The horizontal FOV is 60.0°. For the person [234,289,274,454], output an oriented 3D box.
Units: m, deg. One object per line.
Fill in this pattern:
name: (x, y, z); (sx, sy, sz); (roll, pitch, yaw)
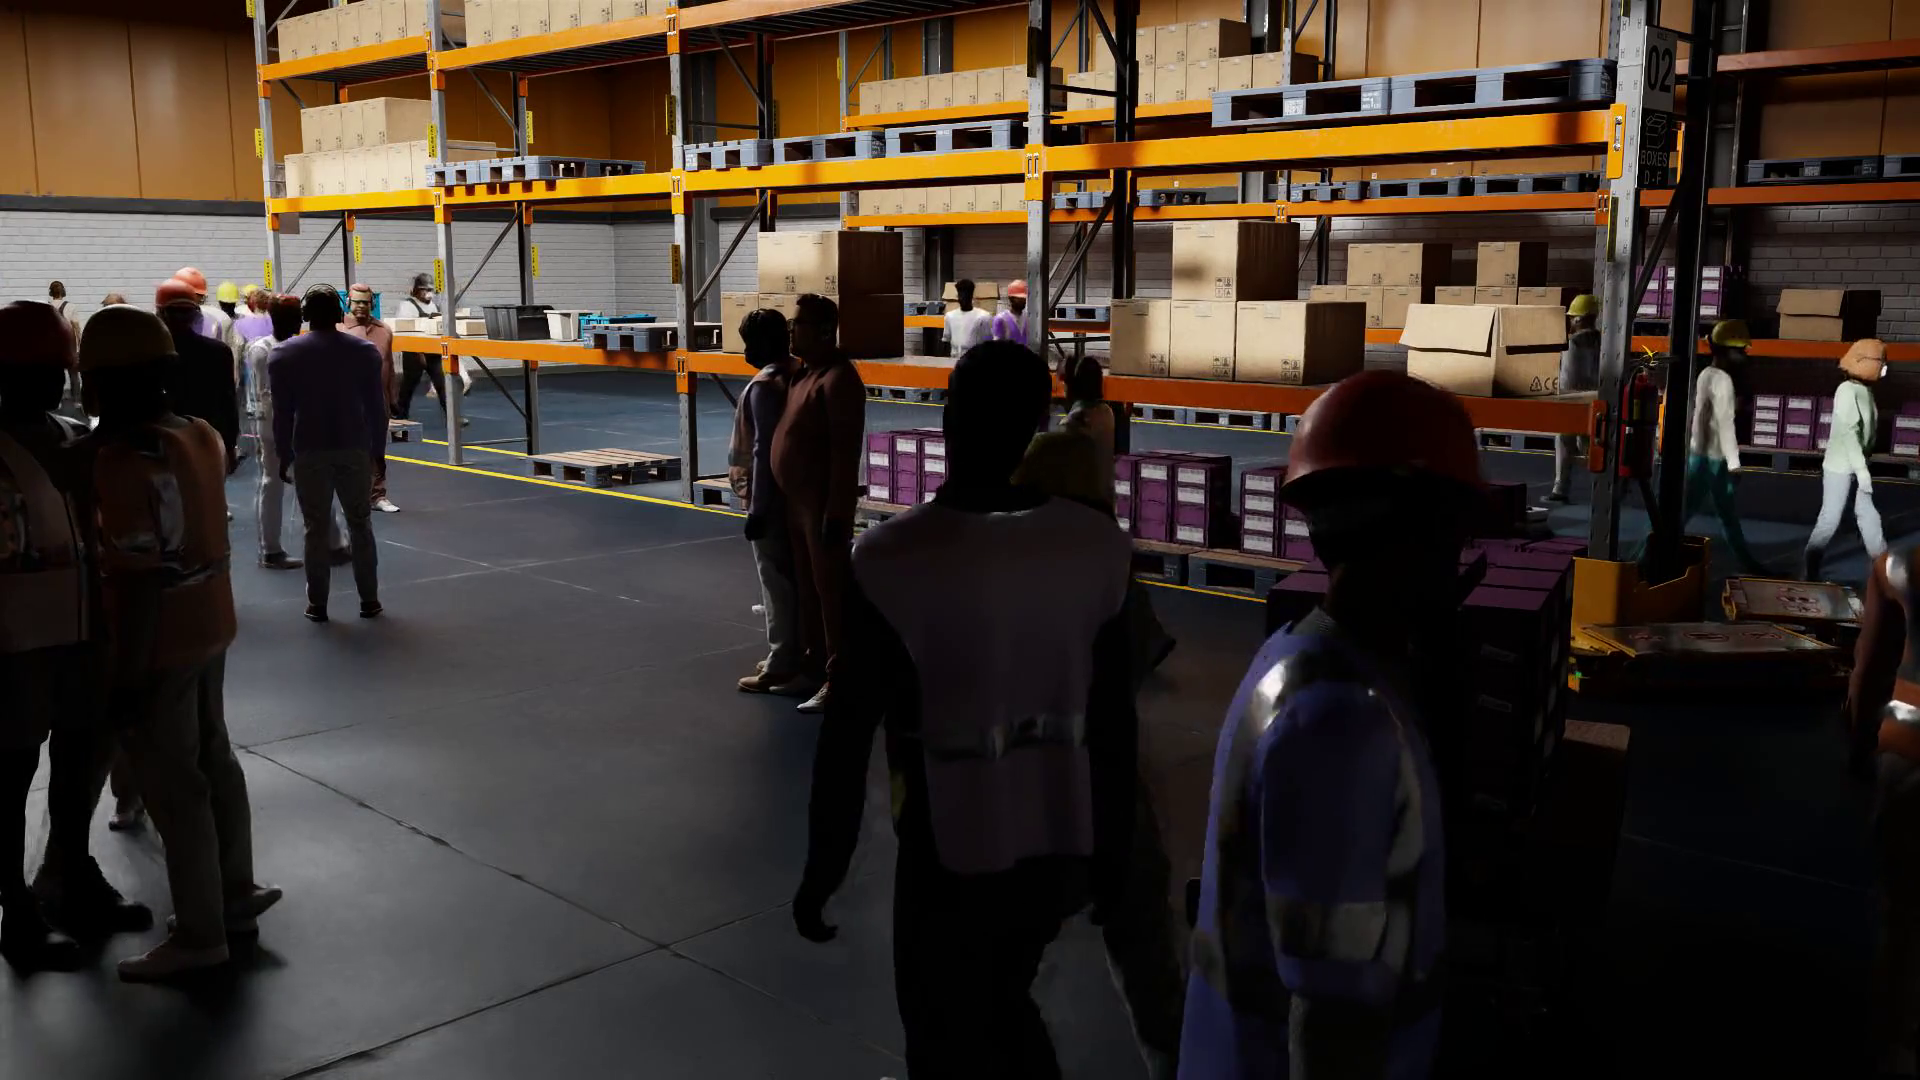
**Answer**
person: (-7.451, -1.779, 17.845); (0.859, 1.806, 0.571); (9, 13, 43)

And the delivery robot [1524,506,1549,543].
delivery robot: (3.629, -0.141, 11.331); (0.477, 0.478, 0.707); (-7, 12, -36)

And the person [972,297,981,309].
person: (0.189, -2.579, 23.299); (0.497, 1.625, 0.279); (-4, 10, -21)

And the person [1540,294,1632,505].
person: (5.346, -1.173, 14.124); (0.600, 1.814, 0.673); (-6, 11, -33)

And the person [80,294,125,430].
person: (-7.889, -1.398, 15.574); (0.632, 1.787, 0.930); (-3, 10, -17)

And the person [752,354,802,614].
person: (-0.835, -0.305, 9.444); (0.846, 1.594, 0.499); (4, 10, 22)

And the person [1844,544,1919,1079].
person: (2.509, 0.550, 4.187); (0.525, 1.599, 0.839); (6, 11, 34)

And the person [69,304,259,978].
person: (-2.297, 0.291, 4.781); (0.386, 1.922, 0.594); (0, 9, -1)

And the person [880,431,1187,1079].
person: (0.234, 0.618, 3.513); (0.475, 1.683, 0.950); (-8, 12, -41)

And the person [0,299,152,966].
person: (-2.698, 0.264, 4.918); (0.359, 1.936, 0.544); (3, 10, 15)

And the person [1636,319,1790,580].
person: (4.776, -0.543, 10.543); (0.958, 1.708, 0.540); (3, 10, 15)

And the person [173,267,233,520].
person: (-6.066, -1.133, 13.183); (0.389, 2.034, 0.605); (6, 11, 33)

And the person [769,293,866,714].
person: (-0.669, -0.172, 7.662); (0.408, 1.913, 0.642); (-4, 10, -24)

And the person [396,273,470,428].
person: (-6.764, -2.407, 20.970); (1.068, 2.000, 0.679); (5, 11, 30)

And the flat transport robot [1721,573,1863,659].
flat transport robot: (4.583, 0.404, 9.147); (0.652, 0.197, 1.431); (4, 10, 22)

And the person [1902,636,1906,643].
person: (5.509, -0.273, 8.874); (0.580, 1.721, 0.612); (7, 12, 38)

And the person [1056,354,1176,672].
person: (0.682, -0.125, 8.301); (0.786, 1.608, 0.522); (6, 11, 33)

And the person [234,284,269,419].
person: (-9.528, -2.555, 22.587); (0.625, 1.799, 0.792); (2, 9, 12)

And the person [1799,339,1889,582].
person: (5.433, -0.384, 9.886); (0.520, 1.601, 0.784); (-8, 13, -42)

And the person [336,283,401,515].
person: (-4.894, -1.147, 13.671); (0.403, 1.904, 0.637); (8, 12, 39)

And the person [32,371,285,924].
person: (-2.510, 0.301, 5.075); (0.992, 1.807, 0.549); (3, 10, 16)

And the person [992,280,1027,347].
person: (0.639, -1.815, 17.776); (0.572, 1.890, 0.981); (-5, 10, -27)

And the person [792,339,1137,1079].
person: (0.034, 0.581, 3.101); (0.625, 1.891, 0.461); (-7, 11, -36)

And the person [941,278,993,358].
person: (0.091, -2.054, 19.186); (0.618, 1.924, 0.996); (5, 11, 29)

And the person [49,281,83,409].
person: (-12.998, -2.817, 24.085); (0.508, 1.846, 0.345); (-3, 10, -20)

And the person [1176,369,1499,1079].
person: (0.414, 0.744, 2.102); (0.489, 1.905, 0.680); (3, 10, 18)

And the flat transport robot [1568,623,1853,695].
flat transport robot: (3.573, 0.568, 8.143); (1.431, 0.197, 0.652); (-1, 9, -5)

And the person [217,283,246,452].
person: (-7.791, -1.794, 17.759); (0.603, 1.859, 1.029); (-6, 11, -35)

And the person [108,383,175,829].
person: (-2.950, 0.219, 6.083); (0.514, 1.645, 0.307); (-4, 10, -25)

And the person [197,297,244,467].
person: (-7.372, -1.573, 16.222); (0.432, 1.916, 0.645); (4, 10, 25)

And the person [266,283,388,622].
person: (-3.617, -0.497, 9.572); (0.630, 1.940, 0.372); (-4, 10, -23)

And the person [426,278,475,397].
person: (-8.077, -3.189, 26.171); (0.899, 1.914, 0.635); (6, 11, 32)

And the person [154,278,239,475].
person: (-4.653, -0.585, 10.020); (0.621, 1.972, 0.771); (-7, 12, -36)

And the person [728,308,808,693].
person: (-0.893, -0.185, 7.977); (0.430, 1.838, 0.619); (2, 9, 12)

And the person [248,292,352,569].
person: (-4.381, -0.705, 11.087); (0.833, 1.854, 0.601); (3, 10, 16)
